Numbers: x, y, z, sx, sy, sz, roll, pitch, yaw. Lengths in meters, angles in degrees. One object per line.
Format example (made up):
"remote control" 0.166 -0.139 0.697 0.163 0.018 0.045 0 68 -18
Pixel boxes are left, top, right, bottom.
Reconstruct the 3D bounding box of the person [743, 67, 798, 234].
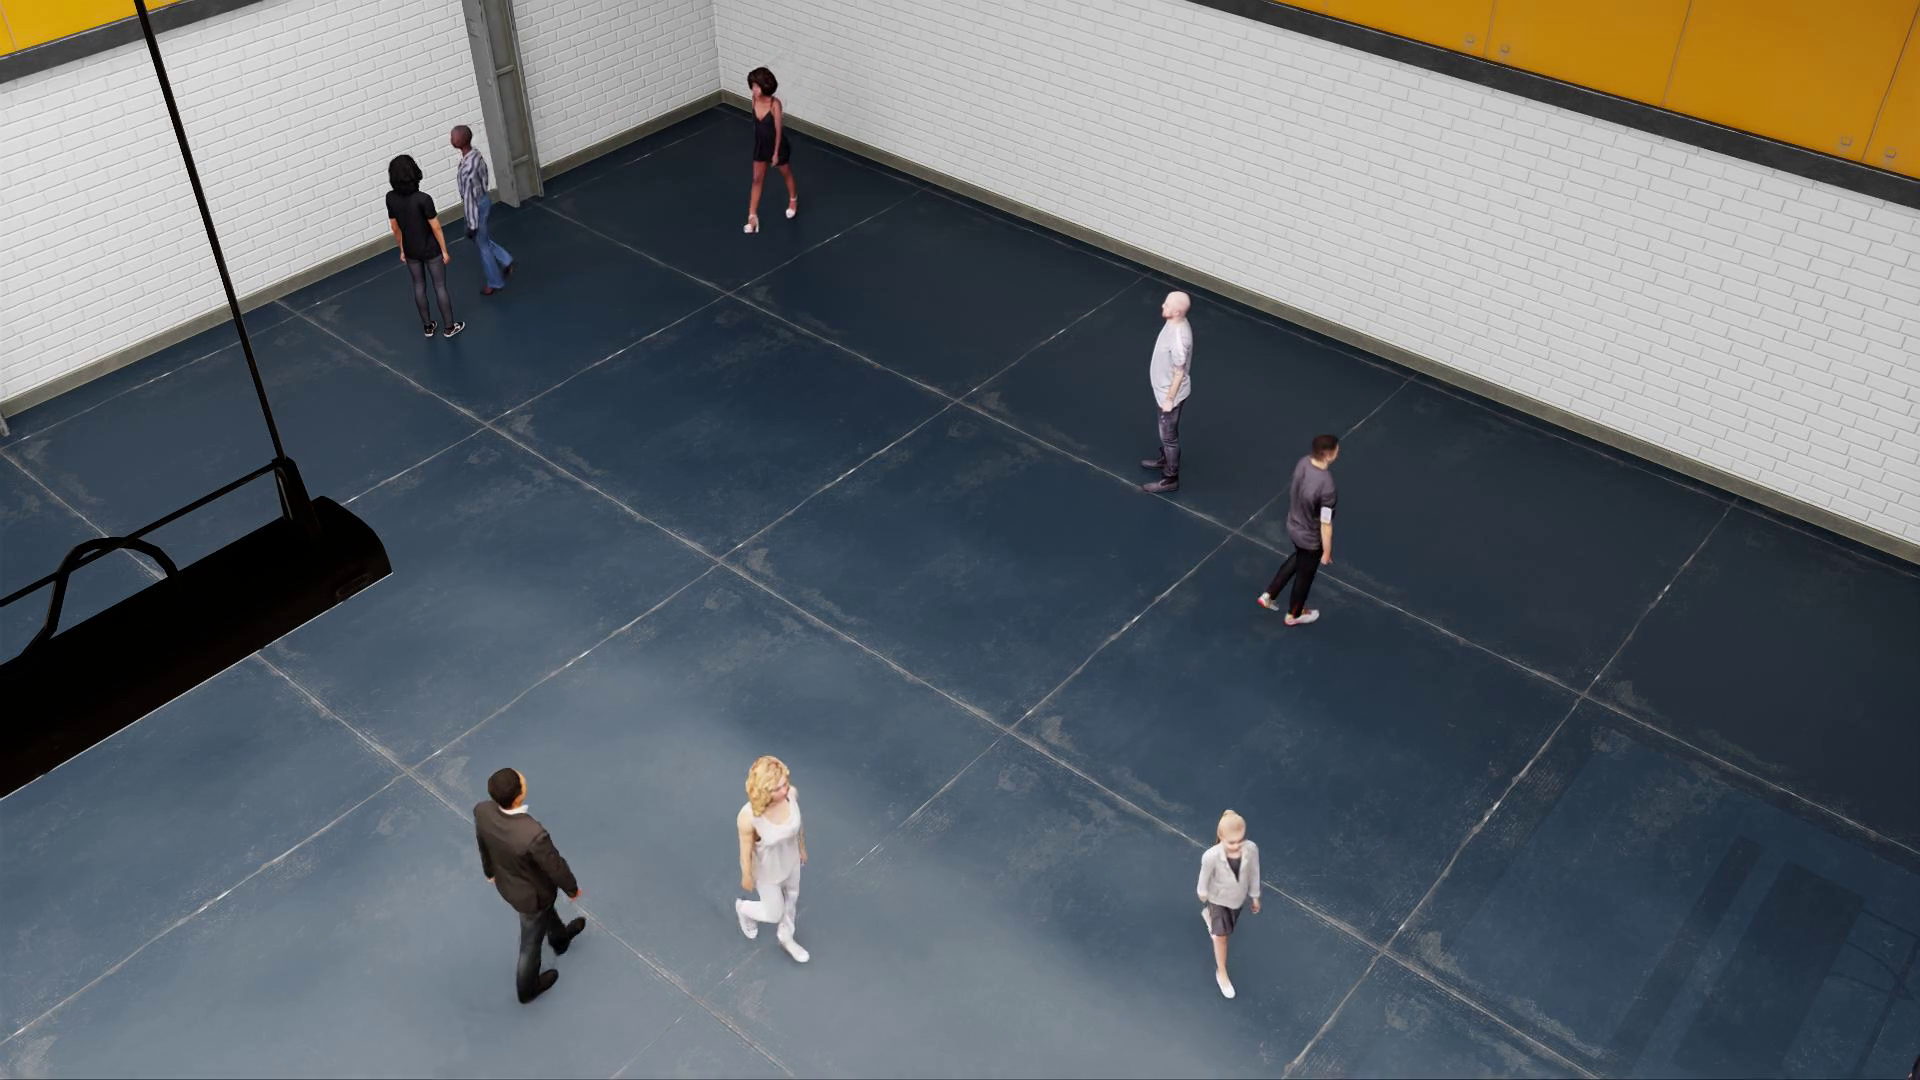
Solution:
"person" -1.907 -4.099 17.336 0.737 1.745 1.138 16 41 19

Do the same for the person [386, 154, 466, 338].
"person" -5.043 -2.737 15.560 0.708 1.832 0.712 5 39 6

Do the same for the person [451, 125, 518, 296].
"person" -4.592 -3.193 16.168 0.841 1.786 0.788 -8 39 -9

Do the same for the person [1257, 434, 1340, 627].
"person" 2.482 -0.043 12.248 0.900 1.756 0.844 -11 40 -13

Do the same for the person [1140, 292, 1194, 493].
"person" 1.736 -1.233 13.677 0.819 1.831 0.720 3 39 3

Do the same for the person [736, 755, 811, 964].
"person" -1.156 1.867 9.932 0.655 1.661 0.683 29 47 31

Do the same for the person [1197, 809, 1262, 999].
"person" 1.592 2.069 10.007 0.879 1.251 0.851 -10 40 -12

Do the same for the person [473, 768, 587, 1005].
"person" -2.573 2.040 9.616 0.779 1.785 0.922 22 44 26
